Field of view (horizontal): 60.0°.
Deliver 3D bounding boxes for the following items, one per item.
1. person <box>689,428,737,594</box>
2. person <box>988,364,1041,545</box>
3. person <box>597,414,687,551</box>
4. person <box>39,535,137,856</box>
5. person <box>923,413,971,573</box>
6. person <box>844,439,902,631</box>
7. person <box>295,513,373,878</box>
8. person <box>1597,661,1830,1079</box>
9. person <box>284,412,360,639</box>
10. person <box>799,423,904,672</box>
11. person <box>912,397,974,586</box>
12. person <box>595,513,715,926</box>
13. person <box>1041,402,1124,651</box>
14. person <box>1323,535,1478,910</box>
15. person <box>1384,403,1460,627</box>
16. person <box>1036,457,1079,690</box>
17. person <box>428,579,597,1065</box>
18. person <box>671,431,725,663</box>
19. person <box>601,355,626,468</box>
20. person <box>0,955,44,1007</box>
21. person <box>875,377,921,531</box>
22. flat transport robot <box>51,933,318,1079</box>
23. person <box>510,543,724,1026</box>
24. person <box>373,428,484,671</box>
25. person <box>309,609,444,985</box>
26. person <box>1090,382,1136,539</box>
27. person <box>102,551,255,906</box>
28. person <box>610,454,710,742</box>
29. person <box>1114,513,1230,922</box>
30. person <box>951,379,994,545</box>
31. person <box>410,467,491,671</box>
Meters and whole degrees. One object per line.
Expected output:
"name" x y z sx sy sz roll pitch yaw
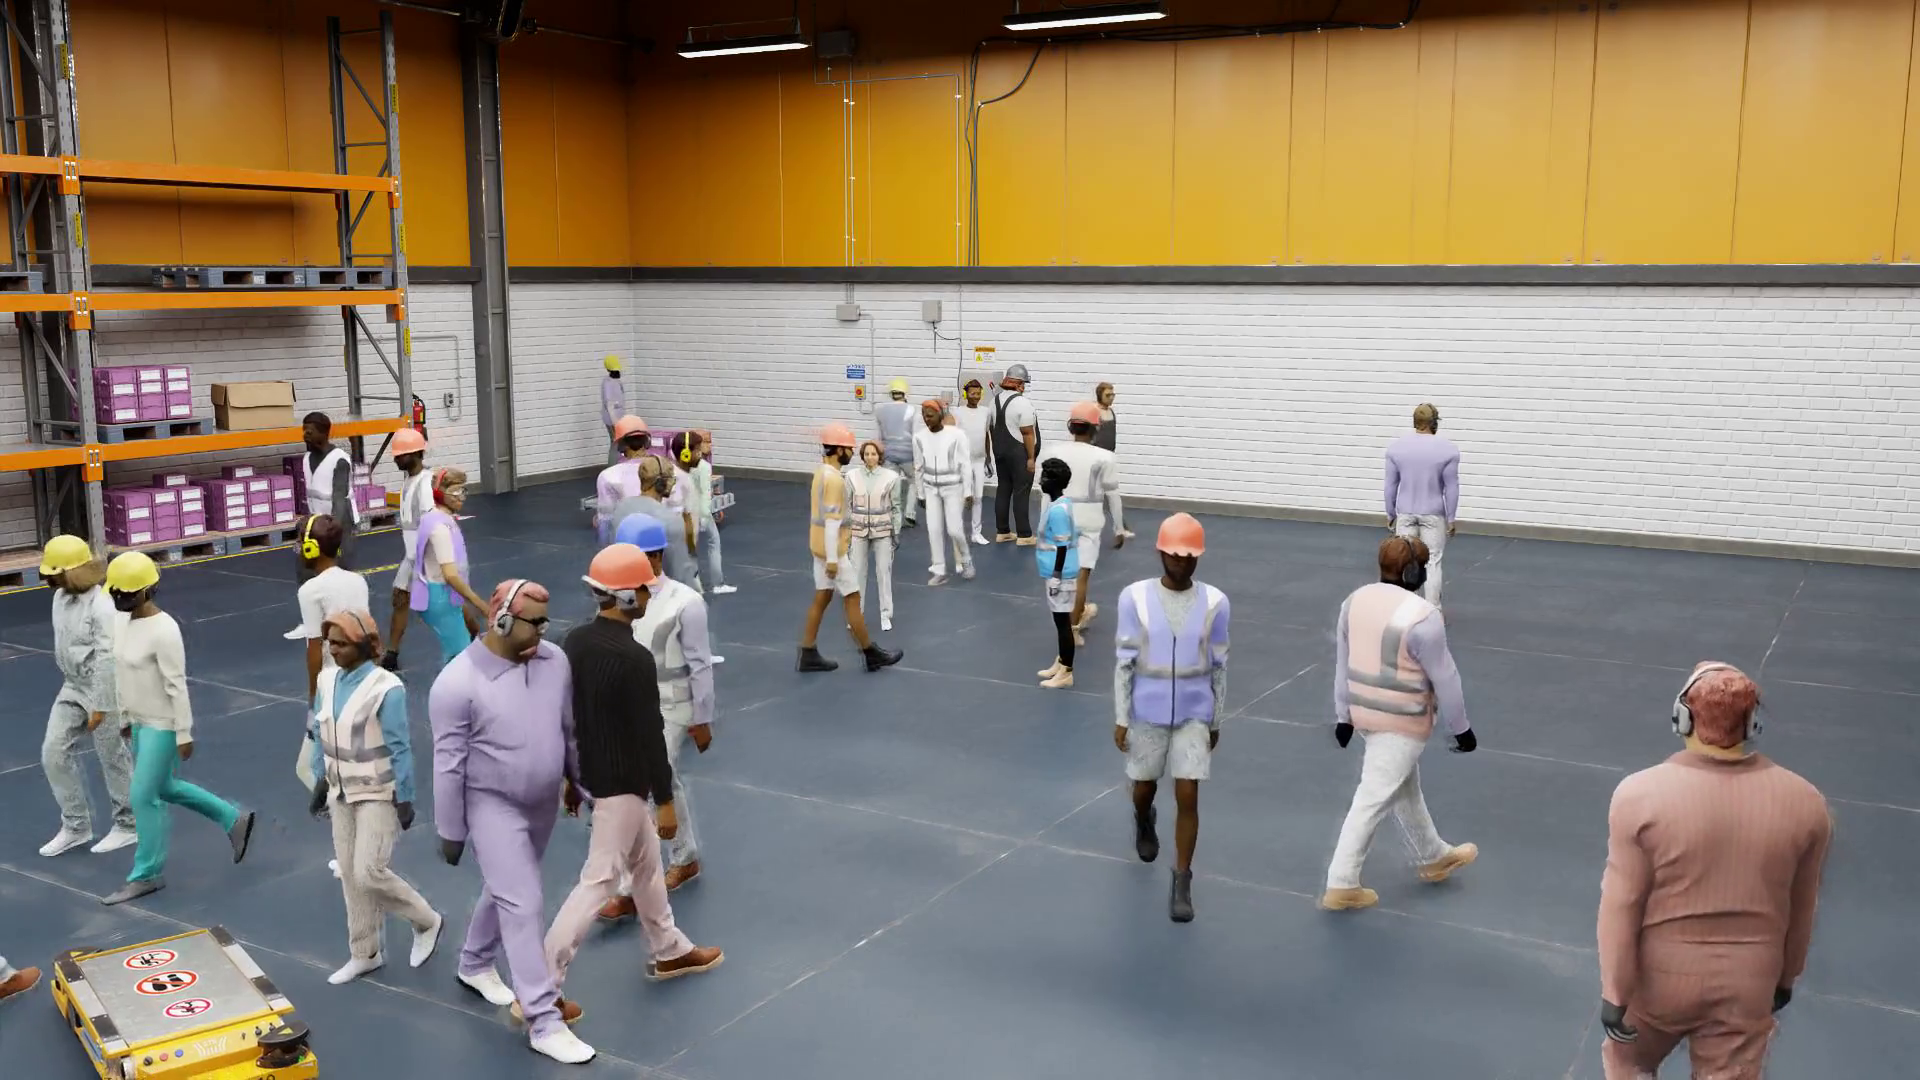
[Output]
"person" -2.517 -0.251 15.570 0.810 1.599 0.507 -9 13 -44
"person" 0.649 -0.969 18.671 0.538 2.000 0.681 -7 12 -39
"person" -2.340 0.082 12.220 0.635 2.003 0.835 -3 10 -18
"person" -4.532 0.809 8.571 0.525 1.712 0.596 5 11 31
"person" -0.138 -0.470 16.821 0.501 1.633 0.278 -2 9 -10
"person" -0.750 -0.044 14.138 0.513 1.643 0.309 1 9 6
"person" -3.108 0.788 8.308 0.403 1.842 0.552 2 9 14
"person" 2.227 1.287 5.060 0.664 1.881 0.663 1 9 5
"person" -5.289 -0.098 13.705 0.594 1.896 0.732 6 11 34
"person" -0.867 0.064 12.635 0.808 1.902 0.569 -3 10 -17
"person" -0.146 -0.475 16.170 0.606 1.856 0.611 4 10 24
"person" -1.543 0.830 7.846 0.609 1.904 0.934 7 11 36
"person" 1.022 -0.137 13.648 0.642 1.980 1.073 4 10 23
"person" 2.145 0.864 8.010 0.972 1.787 0.620 -3 10 -20
"person" 3.934 -0.203 14.215 0.628 1.936 0.374 5 10 28
"person" 0.712 0.244 12.170 0.321 1.696 0.537 0 9 3
"person" -1.772 1.061 6.626 0.953 1.856 0.637 5 10 28
"person" -2.184 0.088 12.702 0.700 1.841 0.518 -4 10 -22
"person" -4.961 -1.721 23.917 0.393 1.887 0.704 1 9 8
"person" -4.184 1.061 6.506 0.649 1.891 1.008 3 10 20
"person" -0.677 -1.004 19.575 0.629 1.812 0.543 4 10 22
"flat transport robot" -3.086 1.856 6.545 0.652 0.197 1.431 -7 11 -37
"person" -1.440 0.980 6.809 1.019 1.950 0.642 -7 12 -38
"person" -4.064 0.073 12.701 1.010 1.882 0.547 -7 11 -37
"person" -2.531 1.091 7.109 0.523 1.627 0.384 6 11 35
"person" 1.607 -0.925 19.185 0.527 1.802 0.987 -8 12 -41
"person" -3.860 0.873 8.142 0.543 1.727 0.719 8 12 40
"person" -1.820 0.411 10.447 0.867 1.905 0.665 -8 12 -42
"person" 1.016 0.799 8.021 0.552 1.921 0.762 1 9 4
"person" 0.135 -0.863 18.555 0.535 1.864 0.309 -4 10 -25
"person" -3.227 0.436 10.625 0.540 1.809 0.580 -3 9 -16
